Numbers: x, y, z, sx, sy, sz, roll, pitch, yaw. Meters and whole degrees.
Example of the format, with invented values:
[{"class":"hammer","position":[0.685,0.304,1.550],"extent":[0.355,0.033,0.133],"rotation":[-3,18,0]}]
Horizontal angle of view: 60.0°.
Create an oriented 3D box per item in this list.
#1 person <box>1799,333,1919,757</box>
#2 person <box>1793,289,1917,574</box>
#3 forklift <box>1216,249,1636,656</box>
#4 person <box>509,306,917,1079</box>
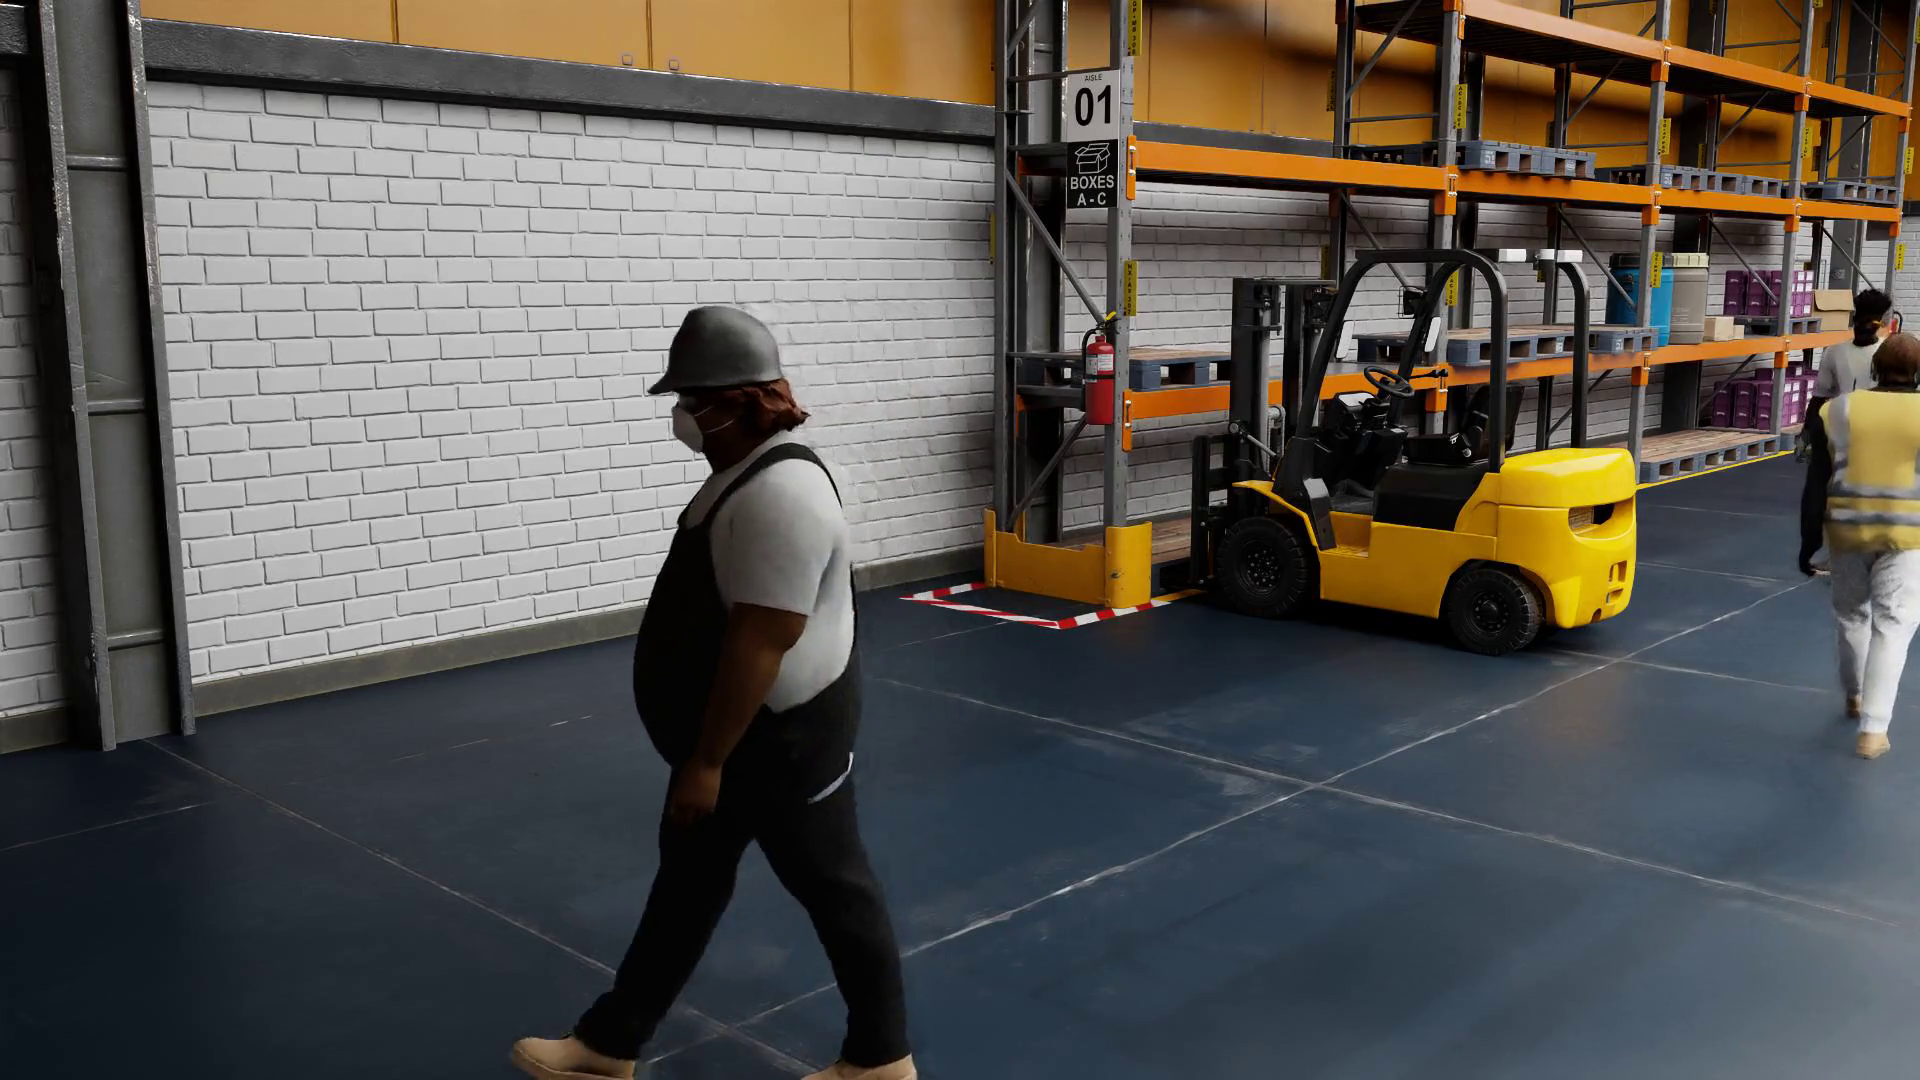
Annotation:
[{"class":"person","position":[4.078,-0.004,7.302],"extent":[0.661,1.786,0.981],"rotation":[7,12,37]},{"class":"person","position":[5.845,-0.673,10.964],"extent":[0.694,1.928,0.714],"rotation":[-5,11,-30]},{"class":"forklift","position":[2.710,-0.584,9.626],"extent":[2.313,2.155,1.214],"rotation":[9,13,43]},{"class":"person","position":[-0.570,0.414,3.976],"extent":[1.031,2.000,0.694],"rotation":[-3,10,-21]}]
